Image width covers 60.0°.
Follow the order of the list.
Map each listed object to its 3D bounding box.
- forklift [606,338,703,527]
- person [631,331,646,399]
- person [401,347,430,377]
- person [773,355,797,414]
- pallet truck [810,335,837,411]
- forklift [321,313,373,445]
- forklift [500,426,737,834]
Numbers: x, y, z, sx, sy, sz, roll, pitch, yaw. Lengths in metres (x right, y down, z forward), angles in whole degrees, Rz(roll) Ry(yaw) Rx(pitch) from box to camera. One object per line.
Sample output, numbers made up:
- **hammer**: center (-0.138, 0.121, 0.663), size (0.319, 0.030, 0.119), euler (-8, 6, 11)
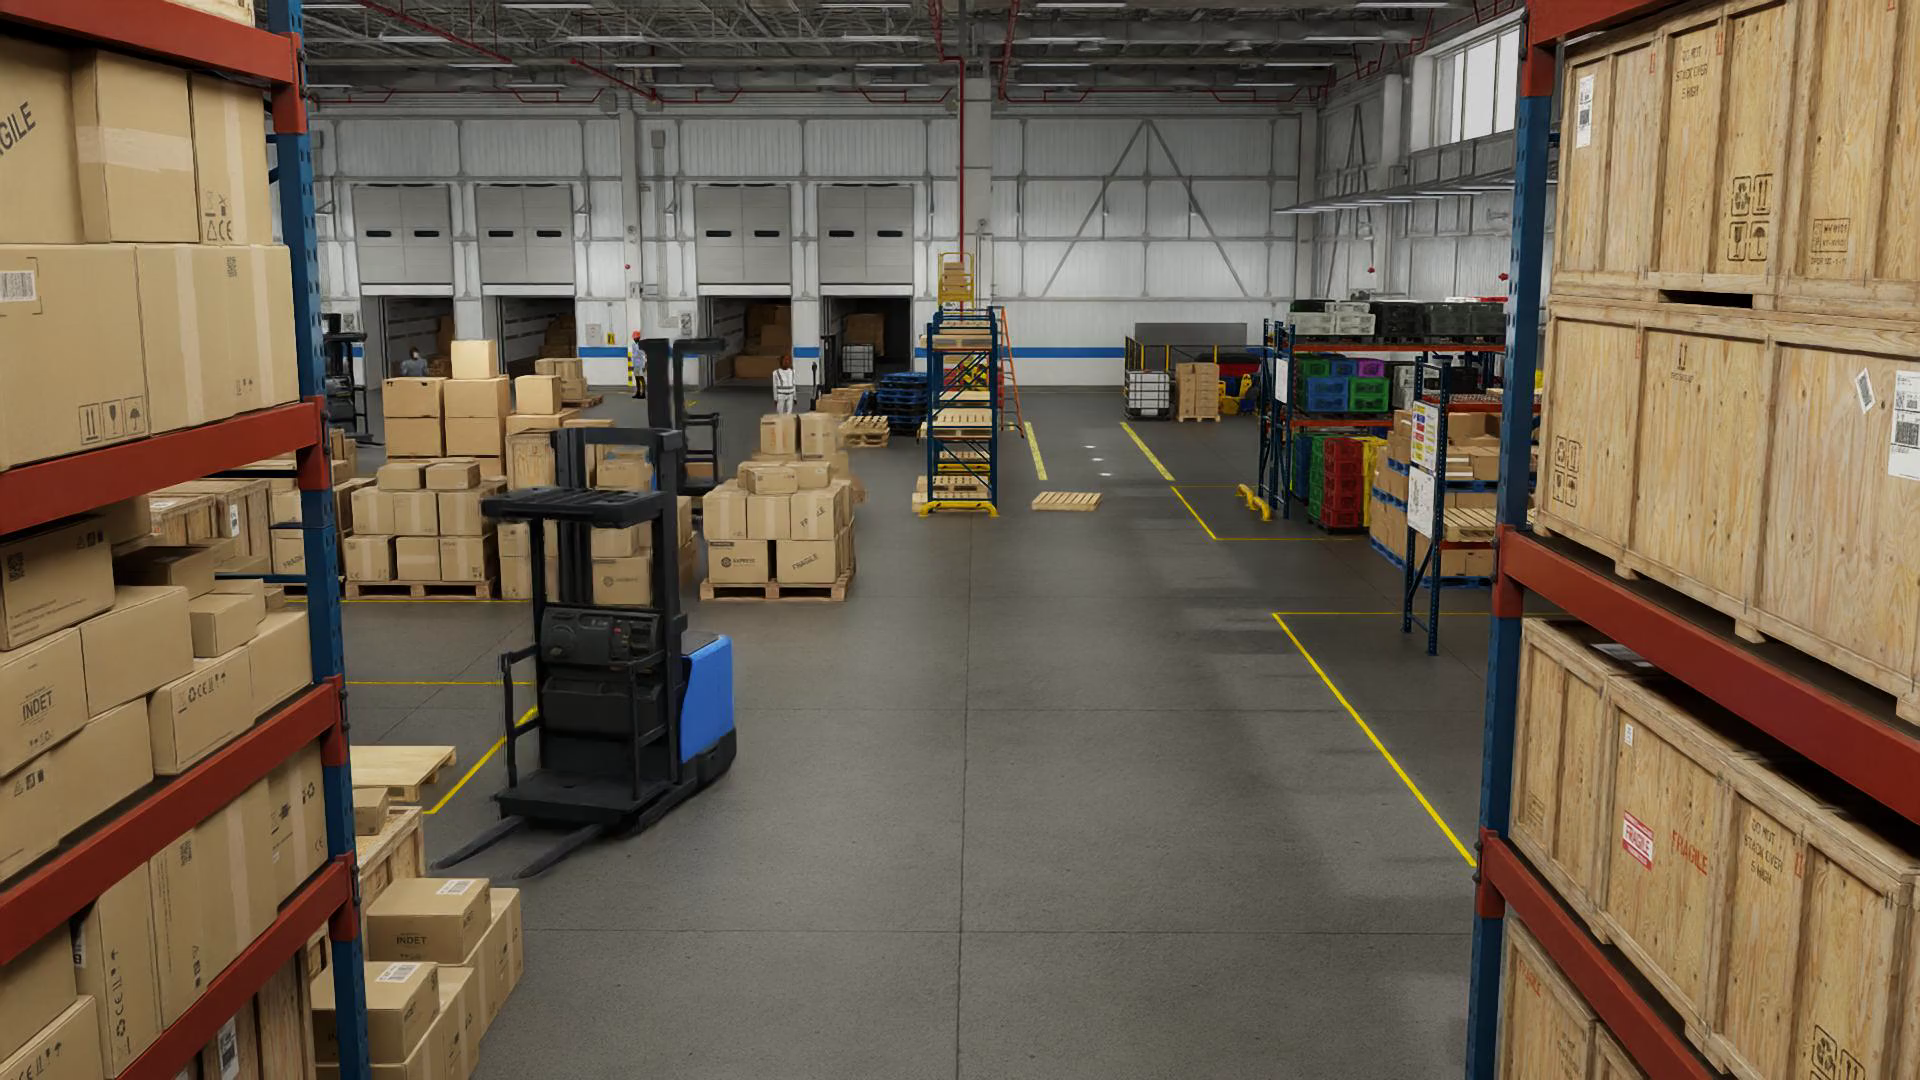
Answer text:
- **forklift**: center (-4.555, -1.634, 25.130), size (1.873, 2.768, 1.129), euler (-1, 10, -7)
- **person**: center (-9.095, -4.946, 46.989), size (0.545, 1.929, 0.391), euler (9, 13, 41)
- **person**: center (-13.073, -3.695, 39.923), size (0.650, 1.887, 1.034), euler (-8, 12, -38)
- **person**: center (-3.844, -3.117, 36.550), size (0.573, 1.887, 0.355), euler (-8, 13, -38)
- **pallet truck**: center (-3.021, -4.312, 43.126), size (1.885, 1.965, 0.823), euler (3, 10, 17)
- **forklift**: center (-13.638, -3.434, 35.516), size (1.873, 2.768, 1.129), euler (8, 13, 39)
- **forklift**: center (-2.544, 0.545, 12.557), size (1.129, 2.768, 1.873), euler (3, 10, 16)
